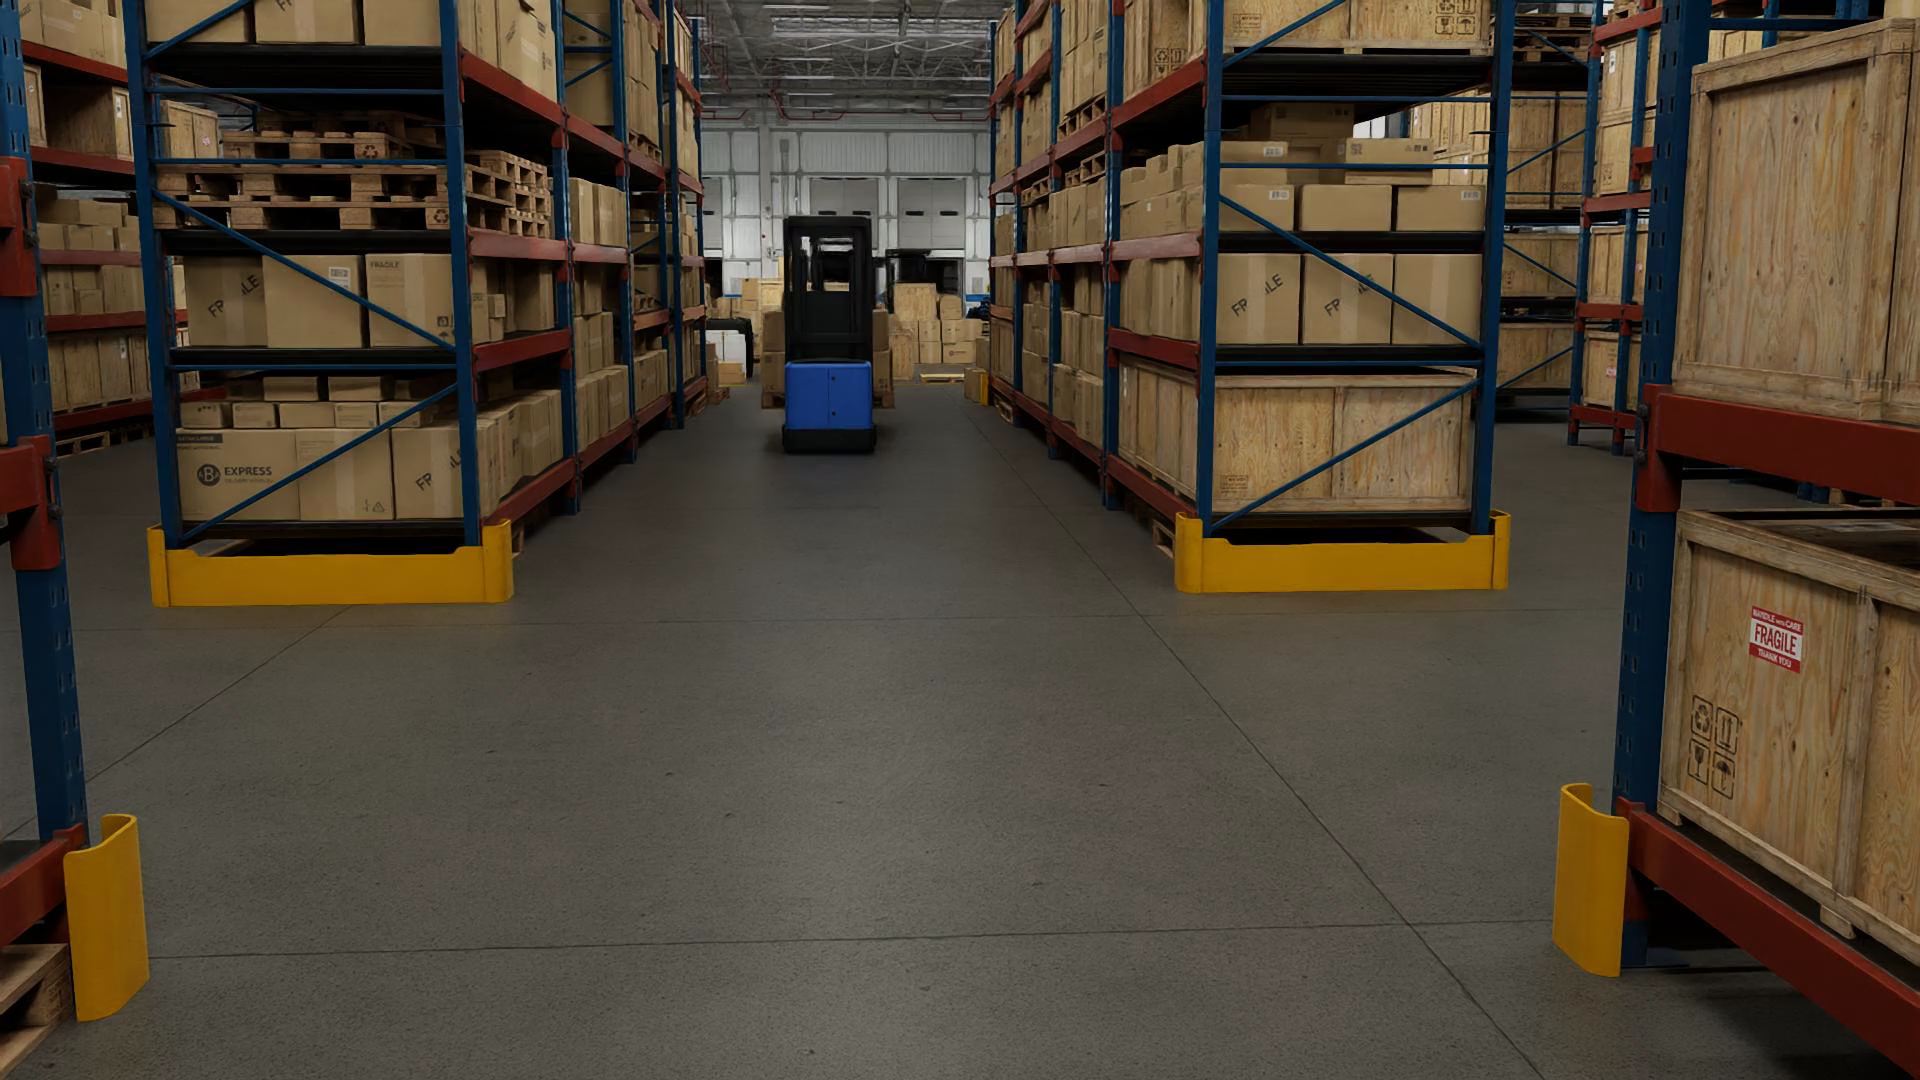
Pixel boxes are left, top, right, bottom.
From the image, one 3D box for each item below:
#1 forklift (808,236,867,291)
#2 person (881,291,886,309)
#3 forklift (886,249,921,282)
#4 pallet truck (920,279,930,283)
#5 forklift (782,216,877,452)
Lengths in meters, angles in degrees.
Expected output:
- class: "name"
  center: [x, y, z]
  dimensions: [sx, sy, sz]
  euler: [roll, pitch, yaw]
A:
- class: "forklift"
  center: [-2.022, -3.726, 27.729]
  dimensions: [1.129, 2.768, 1.873]
  euler: [2, 9, 12]
- class: "person"
  center: [-2.111, -6.995, 51.367]
  dimensions: [0.700, 1.894, 0.638]
  euler: [-5, 10, -30]
- class: "forklift"
  center: [-1.537, -6.556, 45.497]
  dimensions: [1.129, 2.768, 1.873]
  euler: [-2, 9, -13]
- class: "pallet truck"
  center: [-0.932, -8.922, 63.114]
  dimensions: [1.885, 1.965, 0.823]
  euler: [2, 9, 13]
- class: "forklift"
  center: [-1.598, -2.529, 20.210]
  dimensions: [1.129, 2.768, 1.873]
  euler: [-1, 9, -4]
